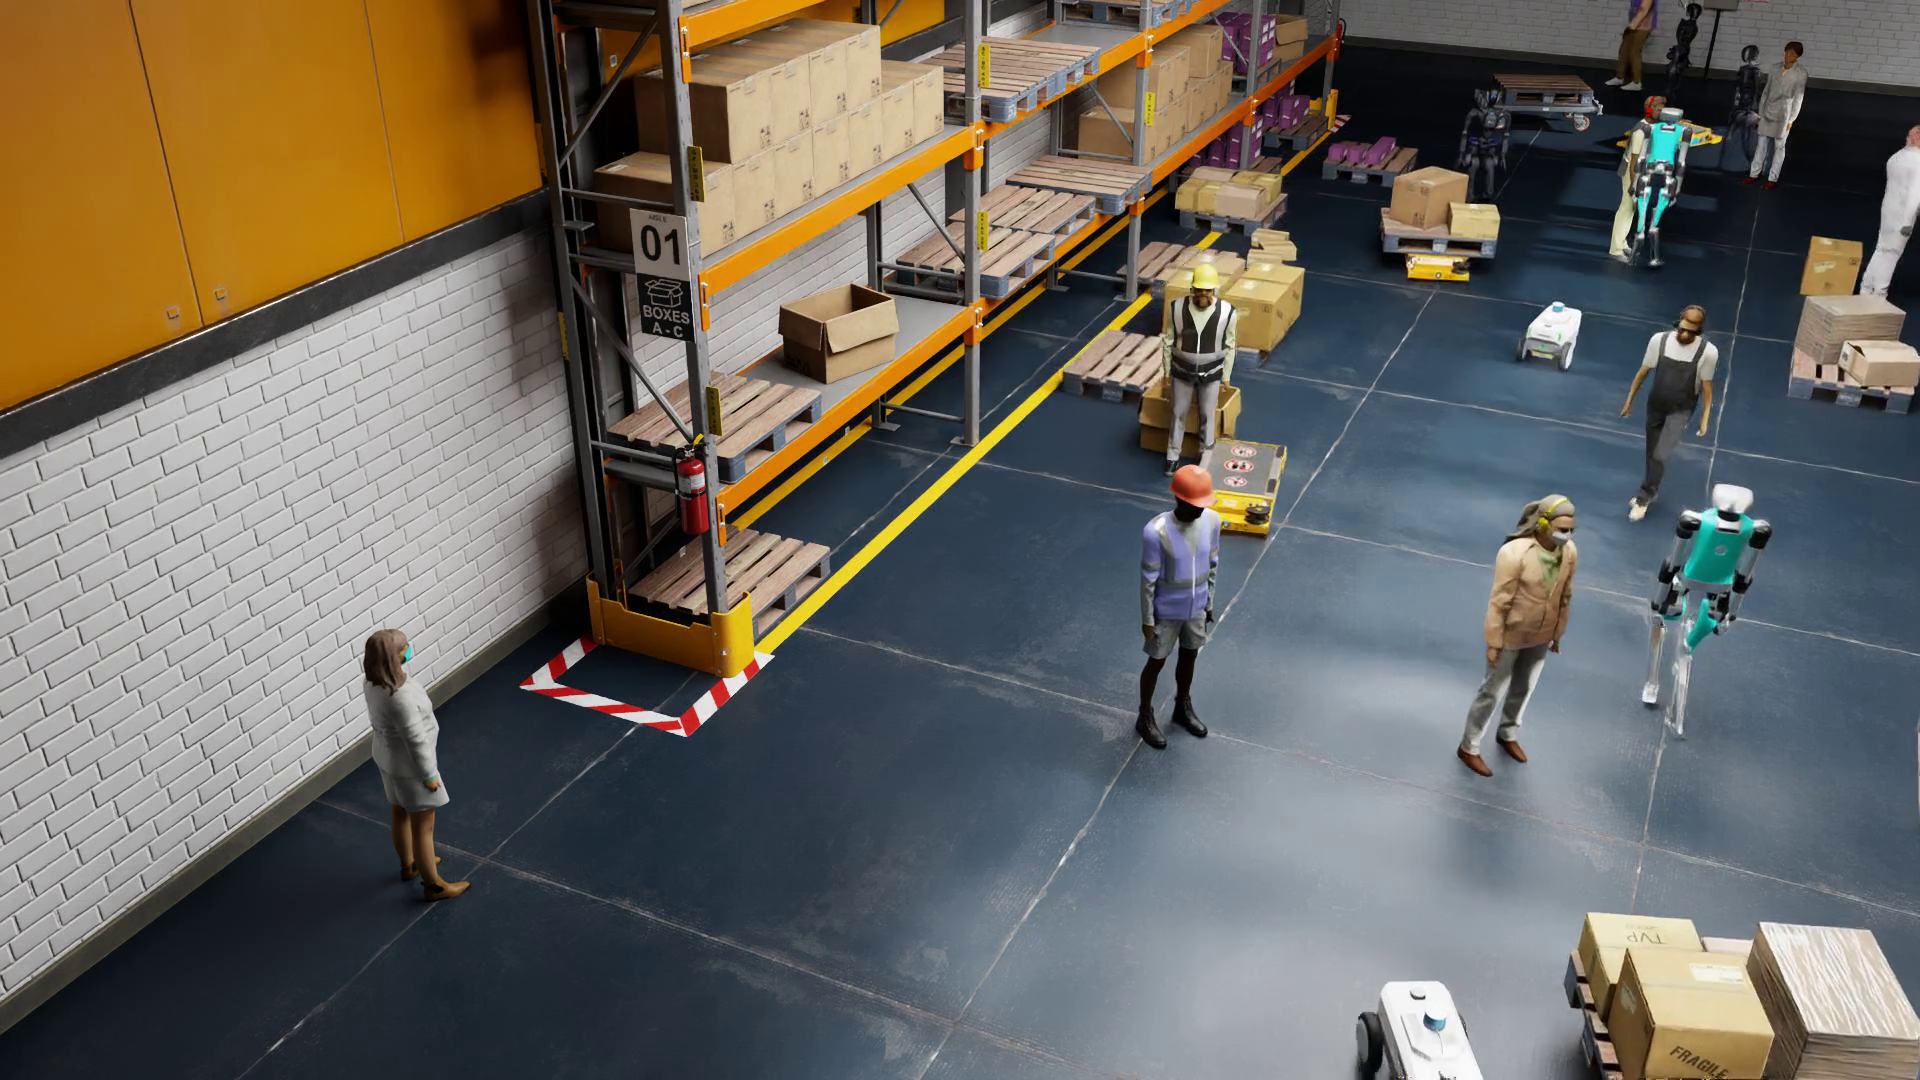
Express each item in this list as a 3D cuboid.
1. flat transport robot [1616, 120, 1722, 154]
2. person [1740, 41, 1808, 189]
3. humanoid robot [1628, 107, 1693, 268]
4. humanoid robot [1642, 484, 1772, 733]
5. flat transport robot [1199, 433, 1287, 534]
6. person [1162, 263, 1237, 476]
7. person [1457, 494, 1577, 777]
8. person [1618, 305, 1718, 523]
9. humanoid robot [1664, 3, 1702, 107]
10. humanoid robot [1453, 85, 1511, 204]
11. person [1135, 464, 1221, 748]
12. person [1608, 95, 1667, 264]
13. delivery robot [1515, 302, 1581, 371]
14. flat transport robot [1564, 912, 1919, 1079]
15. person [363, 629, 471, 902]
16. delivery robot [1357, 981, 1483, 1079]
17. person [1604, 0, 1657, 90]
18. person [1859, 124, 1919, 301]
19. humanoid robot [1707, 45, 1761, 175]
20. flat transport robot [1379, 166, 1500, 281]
[{"bbox_3d":[9.844,-5.570,23.057,1.431,0.231,0.659,-17,33,-29],"label":"flat transport robot"},{"bbox_3d":[10.348,-5.383,21.062,0.367,1.836,0.503,-23,36,-35],"label":"person"},{"bbox_3d":[7.598,-3.760,18.170,0.531,1.799,0.742,10,30,17],"label":"humanoid robot"},{"bbox_3d":[4.635,0.361,10.534,0.565,1.779,0.855,6,29,11],"label":"humanoid robot"},{"bbox_3d":[2.275,-0.474,13.607,0.659,0.231,1.431,8,29,14],"label":"flat transport robot"},{"bbox_3d":[1.943,-1.384,13.642,0.591,1.837,0.404,4,29,8],"label":"person"},{"bbox_3d":[3.391,0.549,10.036,0.561,1.863,0.391,-9,30,-16],"label":"person"},{"bbox_3d":[5.480,-0.997,12.955,0.635,1.800,0.686,24,37,37],"label":"person"},{"bbox_3d":[10.456,-6.978,24.201,0.377,1.641,0.609,21,35,34],"label":"humanoid robot"},{"bbox_3d":[6.183,-4.567,19.703,0.615,1.646,0.372,3,28,5],"label":"humanoid robot"},{"bbox_3d":[1.356,0.408,10.225,0.541,1.928,0.377,-13,31,-22],"label":"person"},{"bbox_3d":[7.541,-4.039,18.555,0.397,1.846,0.563,18,33,30],"label":"person"},{"bbox_3d":[5.749,-1.995,16.144,0.499,0.612,0.813,17,33,29],"label":"delivery robot"},{"bbox_3d":[3.586,2.561,7.979,0.659,0.231,1.431,3,28,6],"label":"flat transport robot"},{"bbox_3d":[-2.977,1.207,9.022,0.339,1.658,0.483,-24,36,-37],"label":"person"},{"bbox_3d":[2.215,2.450,7.894,0.499,0.603,0.803,0,28,-1],"label":"delivery robot"},{"bbox_3d":[10.480,-7.955,25.753,0.498,1.905,0.538,-2,28,-3],"label":"person"},{"bbox_3d":[9.759,-3.324,17.211,0.397,1.875,0.763,3,29,6],"label":"person"},{"bbox_3d":[10.223,-5.585,21.649,0.600,1.643,0.621,2,28,3],"label":"humanoid robot"},{"bbox_3d":[5.346,-3.242,18.740,0.659,0.231,1.431,5,29,9],"label":"flat transport robot"}]
